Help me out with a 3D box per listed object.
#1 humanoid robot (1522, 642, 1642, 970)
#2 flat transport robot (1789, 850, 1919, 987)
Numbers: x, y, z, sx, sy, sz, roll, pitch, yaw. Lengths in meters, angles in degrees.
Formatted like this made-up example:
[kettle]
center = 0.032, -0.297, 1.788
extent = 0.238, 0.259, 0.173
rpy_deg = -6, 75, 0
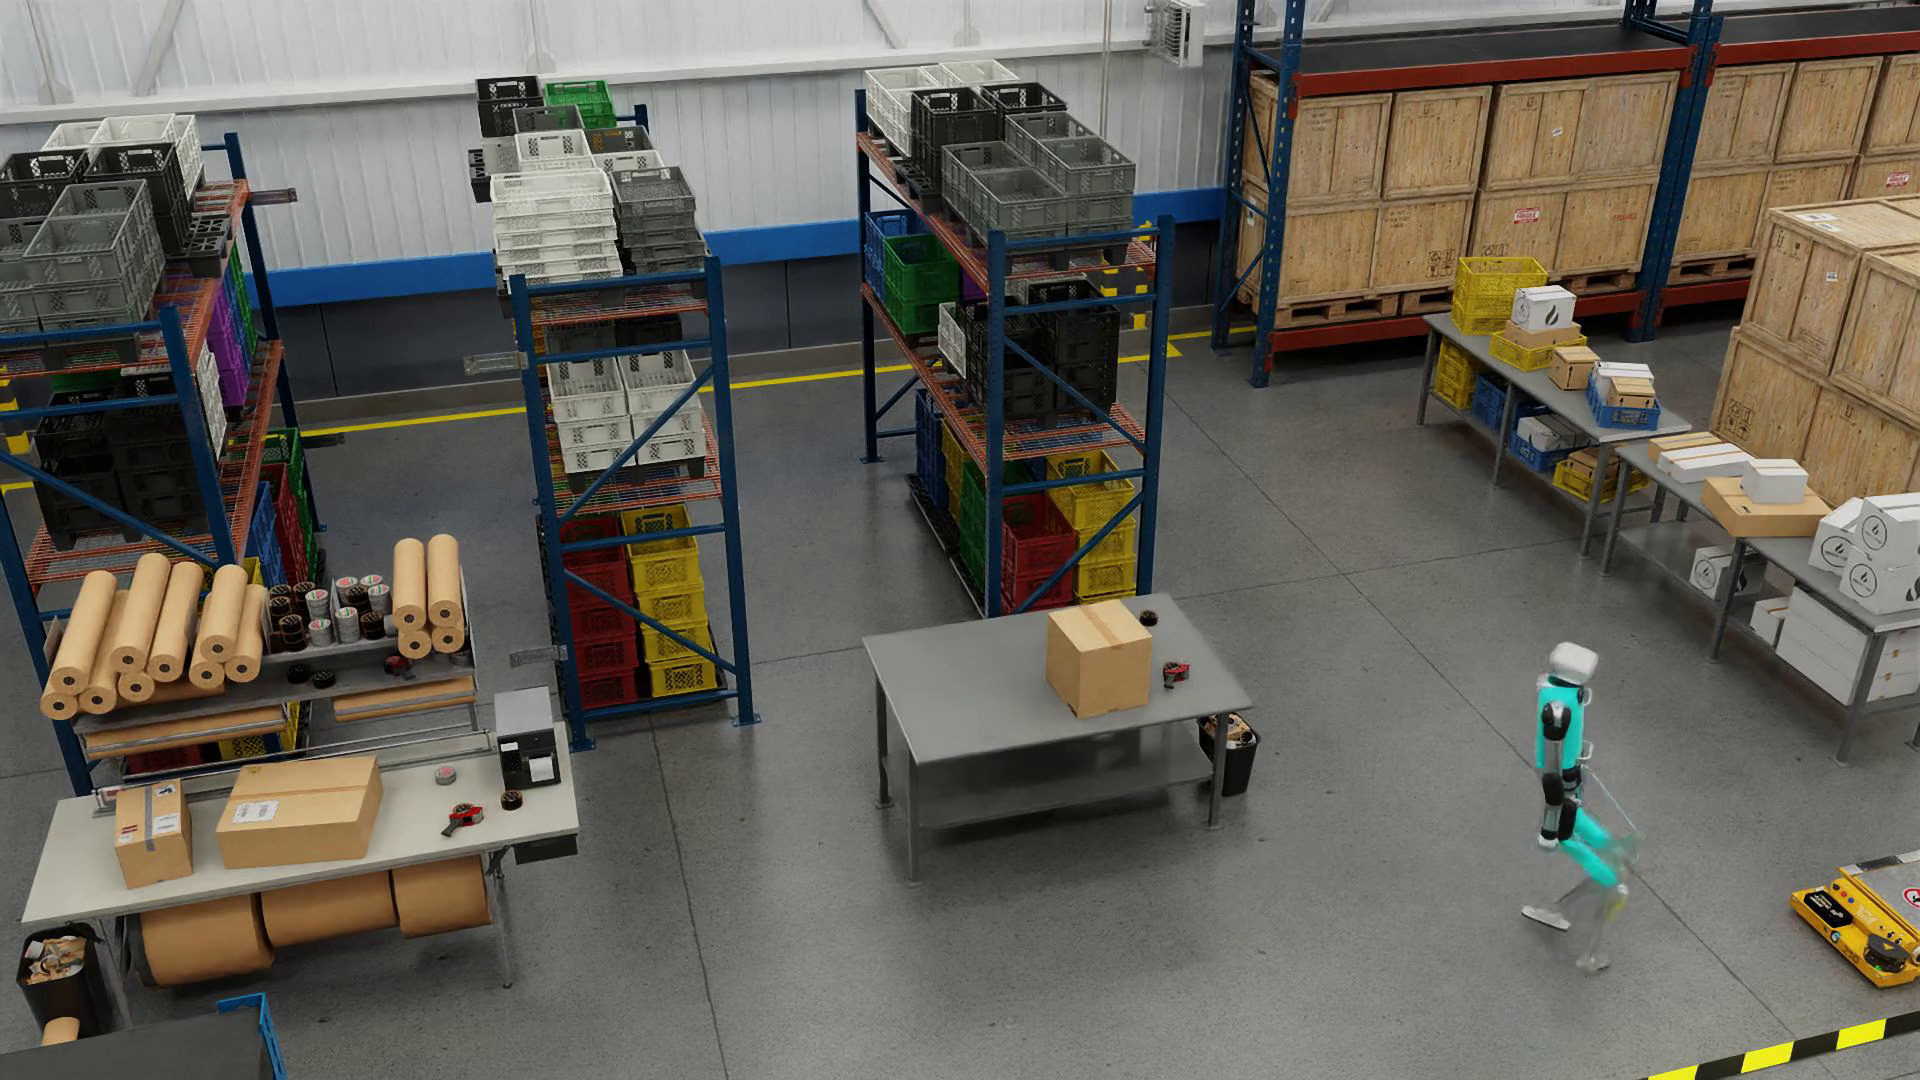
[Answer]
[humanoid robot]
center = 3.156, 1.386, 8.175
extent = 0.854, 1.839, 0.544
rpy_deg = 12, 31, 20
[flat transport robot]
center = 5.163, 1.916, 8.676
extent = 1.431, 0.231, 0.659
rpy_deg = -8, 30, -14
